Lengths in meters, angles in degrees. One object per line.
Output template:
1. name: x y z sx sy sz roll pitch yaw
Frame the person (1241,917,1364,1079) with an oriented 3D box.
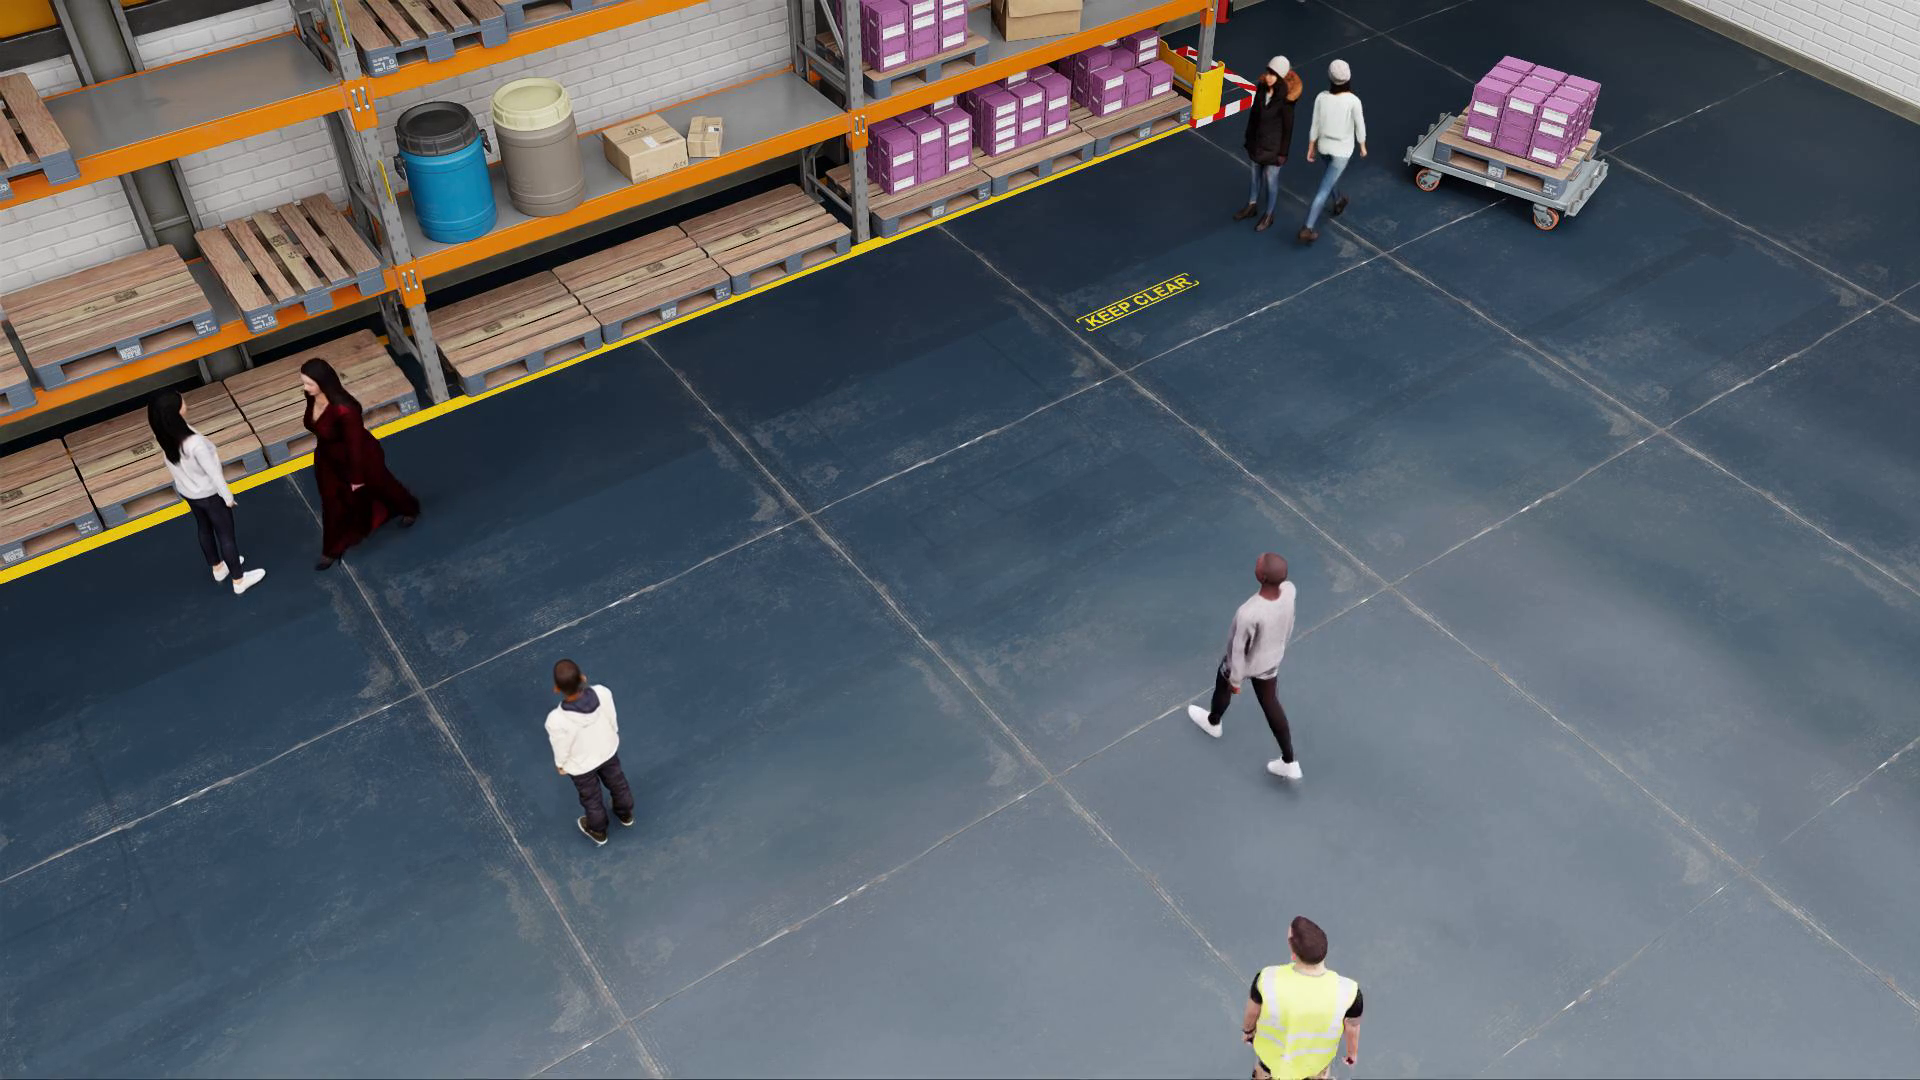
1. person: 1.636 2.523 8.183 1.145 1.805 1.193 10 45 10

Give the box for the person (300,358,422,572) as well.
1. person: -4.142 -0.604 11.548 0.937 1.692 1.208 25 49 24

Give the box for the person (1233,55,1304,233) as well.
1. person: 2.715 -3.497 14.627 0.615 1.634 0.645 -30 51 -28

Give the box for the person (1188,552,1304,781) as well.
1. person: 1.860 0.779 10.063 1.044 1.739 0.675 -25 49 -24

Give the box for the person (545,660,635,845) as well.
1. person: -2.168 1.246 9.781 0.483 1.450 0.659 -31 52 -28

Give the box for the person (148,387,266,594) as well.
1. person: -5.153 -0.344 11.270 0.686 1.700 0.692 20 47 19

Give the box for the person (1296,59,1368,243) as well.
1. person: 3.224 -3.343 14.495 0.826 1.594 1.195 29 51 27
